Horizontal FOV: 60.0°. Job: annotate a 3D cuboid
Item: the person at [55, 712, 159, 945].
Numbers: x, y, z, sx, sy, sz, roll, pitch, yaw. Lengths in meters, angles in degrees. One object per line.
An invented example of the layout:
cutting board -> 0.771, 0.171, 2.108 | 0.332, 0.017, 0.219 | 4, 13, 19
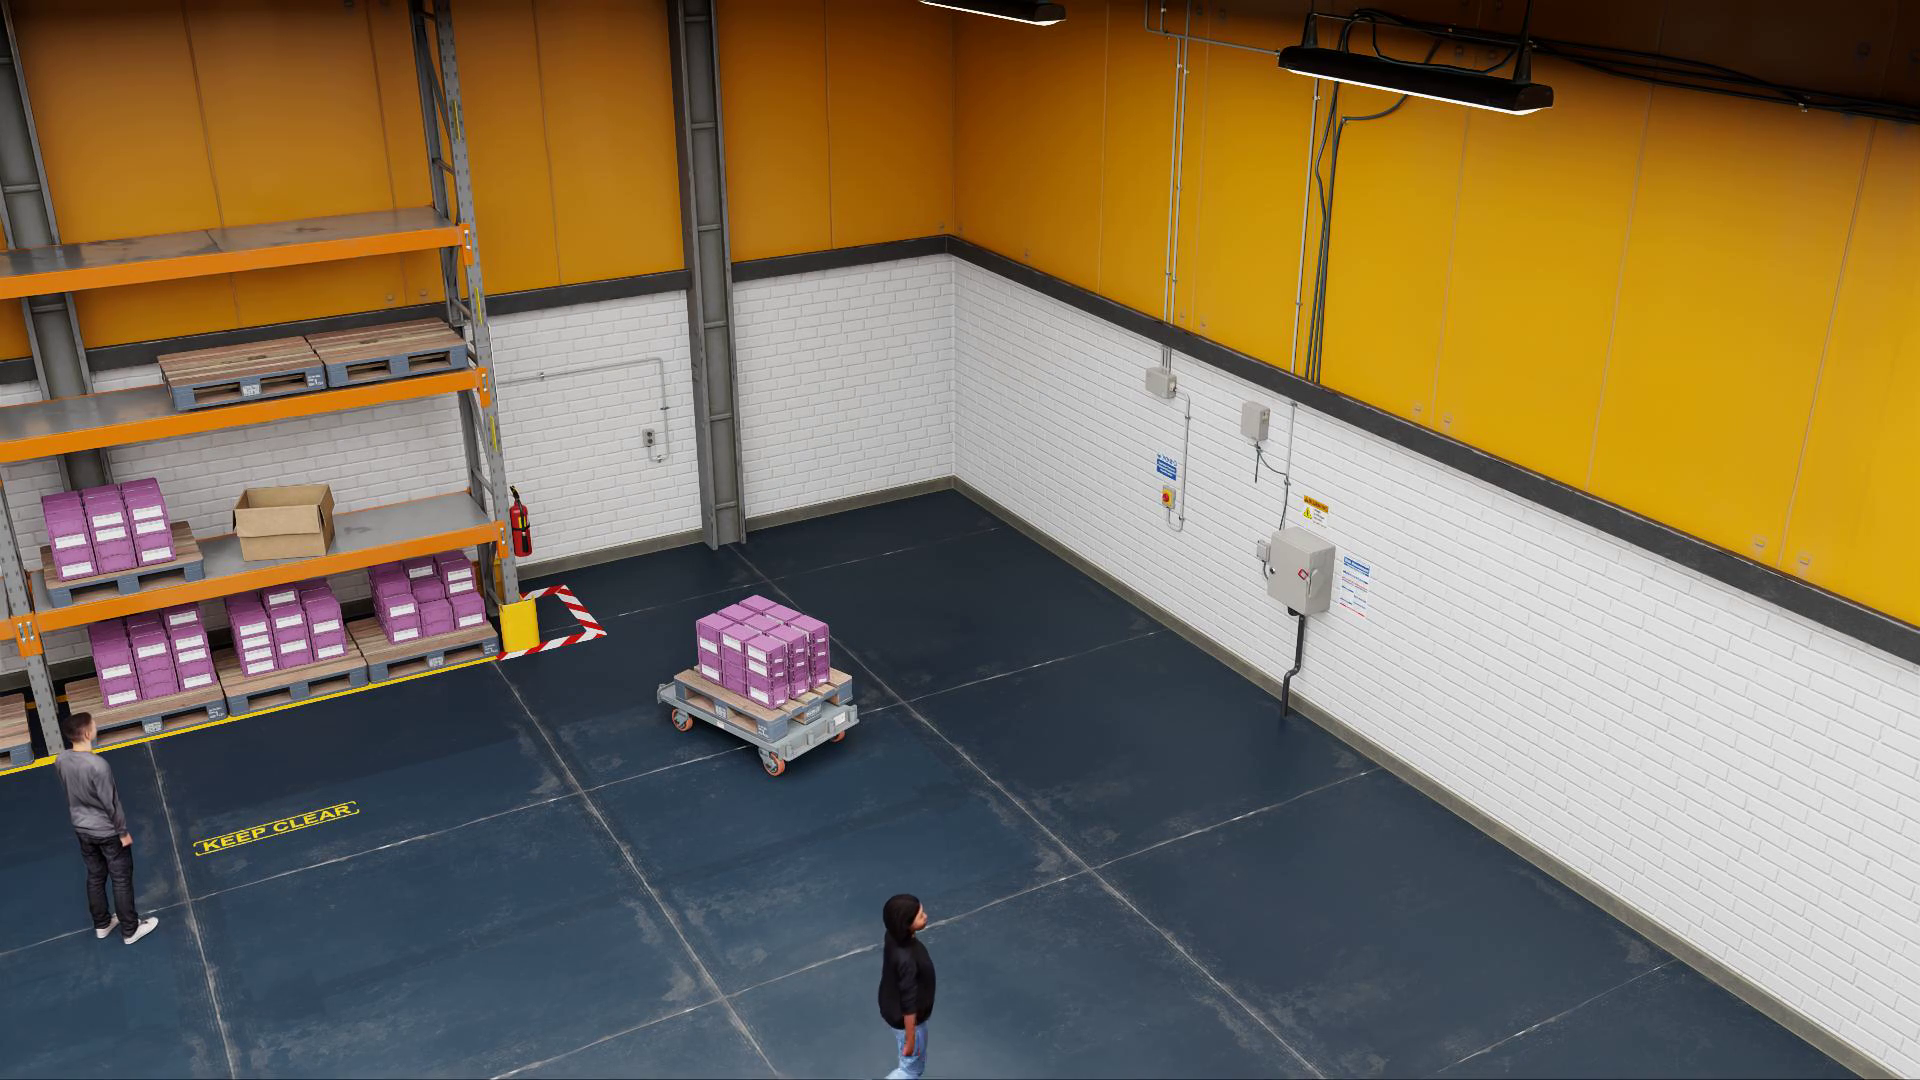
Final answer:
person -> -6.003, 2.008, 11.600 | 0.681, 1.759, 0.726 | 8, 25, 17

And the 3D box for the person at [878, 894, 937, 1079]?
person -> -0.402, 2.837, 9.803 | 0.961, 1.680, 0.672 | -7, 25, -16
